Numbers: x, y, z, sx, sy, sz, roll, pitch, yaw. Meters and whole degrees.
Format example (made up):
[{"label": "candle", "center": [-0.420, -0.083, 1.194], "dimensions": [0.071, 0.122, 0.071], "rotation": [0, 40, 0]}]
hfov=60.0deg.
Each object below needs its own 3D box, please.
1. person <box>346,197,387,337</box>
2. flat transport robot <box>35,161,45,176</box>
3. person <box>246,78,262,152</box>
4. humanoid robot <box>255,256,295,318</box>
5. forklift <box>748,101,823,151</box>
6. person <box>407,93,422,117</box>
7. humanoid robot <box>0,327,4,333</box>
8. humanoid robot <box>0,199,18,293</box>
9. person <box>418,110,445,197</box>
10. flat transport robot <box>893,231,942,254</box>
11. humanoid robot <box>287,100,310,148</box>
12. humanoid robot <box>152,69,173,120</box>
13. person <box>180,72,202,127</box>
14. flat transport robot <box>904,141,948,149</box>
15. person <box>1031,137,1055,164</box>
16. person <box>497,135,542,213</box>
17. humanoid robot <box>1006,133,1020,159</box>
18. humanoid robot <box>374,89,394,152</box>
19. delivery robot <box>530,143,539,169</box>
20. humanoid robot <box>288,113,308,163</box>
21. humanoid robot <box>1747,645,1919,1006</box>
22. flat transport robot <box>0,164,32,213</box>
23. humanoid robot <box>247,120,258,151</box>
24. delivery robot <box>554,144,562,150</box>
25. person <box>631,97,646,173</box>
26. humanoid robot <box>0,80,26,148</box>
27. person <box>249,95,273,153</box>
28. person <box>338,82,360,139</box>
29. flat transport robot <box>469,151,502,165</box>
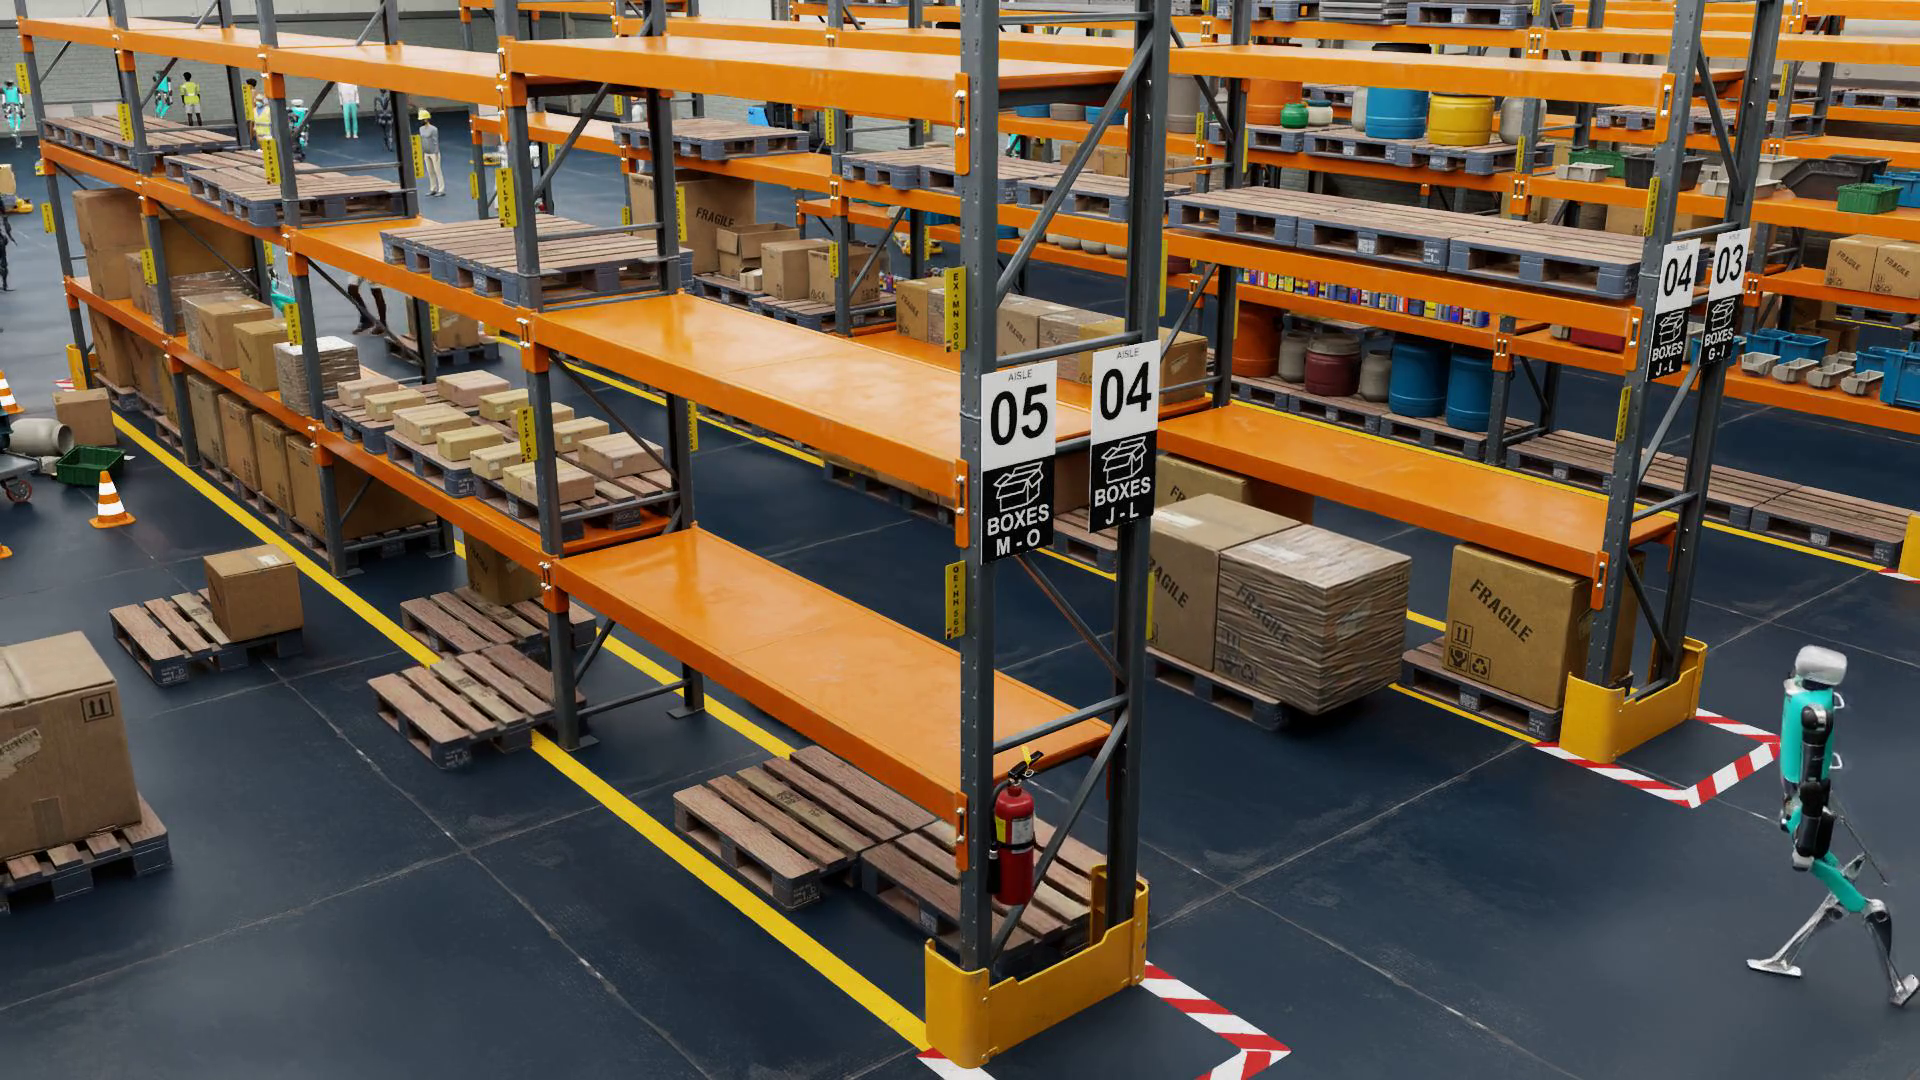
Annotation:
[{"label": "person", "center": [-7.796, -3.602, 21.677], "dimensions": [0.620, 1.935, 0.582], "rotation": [11, 22, 28]}, {"label": "flat transport robot", "center": [-20.932, -8.574, 38.337], "dimensions": [0.659, 0.231, 1.431], "rotation": [-10, 21, -25]}, {"label": "person", "center": [-17.786, -10.734, 42.090], "dimensions": [0.397, 1.855, 0.773], "rotation": [-1, 19, -2]}, {"label": "humanoid robot", "center": [-8.576, -3.224, 20.864], "dimensions": [0.970, 1.737, 0.556], "rotation": [-2, 19, -5]}, {"label": "forklift", "center": [-4.526, -11.368, 42.374], "dimensions": [1.129, 2.768, 1.873], "rotation": [-15, 24, -37]}, {"label": "person", "center": [-16.926, -13.830, 50.906], "dimensions": [0.540, 1.855, 0.624], "rotation": [17, 25, 40]}, {"label": "humanoid robot", "center": [-12.843, -3.334, 21.342], "dimensions": [0.605, 1.630, 0.724], "rotation": [10, 22, 27]}, {"label": "humanoid robot", "center": [-14.276, -4.481, 24.563], "dimensions": [0.349, 1.657, 0.590], "rotation": [14, 24, 34]}, {"label": "person", "center": [-11.007, -8.022, 34.523], "dimensions": [0.517, 1.755, 0.354], "rotation": [12, 23, 30]}, {"label": "flat transport robot", "center": [-0.736, -5.112, 28.485], "dimensions": [0.659, 0.231, 1.431], "rotation": [-3, 20, -9]}, {"label": "humanoid robot", "center": [-15.031, -9.029, 37.486], "dimensions": [0.969, 1.780, 0.590], "rotation": [17, 26, 40]}, {"label": "humanoid robot", "center": [-22.319, -12.226, 46.403], "dimensions": [0.530, 1.714, 0.711], "rotation": [3, 20, 8]}, {"label": "person", "center": [-21.636, -12.310, 46.829], "dimensions": [0.527, 1.689, 0.321], "rotation": [-14, 24, -34]}, {"label": "flat transport robot", "center": [-0.750, -7.691, 35.824], "dimensions": [0.659, 0.231, 1.431], "rotation": [-8, 21, -21]}, {"label": "person", "center": [1.551, -6.814, 31.113], "dimensions": [0.504, 1.743, 0.498], "rotation": [-4, 20, -10]}, {"label": "person", "center": [-8.646, -7.318, 32.390], "dimensions": [0.987, 1.833, 0.593], "rotation": [-12, 23, -31]}, {"label": "humanoid robot", "center": [0.981, -7.334, 32.591], "dimensions": [0.935, 1.760, 0.543], "rotation": [-15, 24, -36]}, {"label": "humanoid robot", "center": [-14.697, -10.819, 42.645], "dimensions": [0.591, 1.625, 0.758], "rotation": [-3, 20, -9]}, {"label": "delivery robot", "center": [-10.129, -9.102, 39.388], "dimensions": [0.499, 0.581, 0.767], "rotation": [7, 21, 20]}, {"label": "humanoid robot", "center": [-14.125, -8.245, 35.347], "dimensions": [0.780, 1.629, 0.590], "rotation": [-2, 19, -6]}, {"label": "humanoid robot", "center": [4.238, 1.401, 7.845], "dimensions": [0.864, 1.843, 0.556], "rotation": [6, 20, 17]}, {"label": "flat transport robot", "center": [-18.874, -6.469, 32.346], "dimensions": [1.431, 0.231, 0.659], "rotation": [-10, 22, -27]}, {"label": "humanoid robot", "center": [-16.659, -9.422, 38.634], "dimensions": [0.470, 1.638, 0.611], "rotation": [3, 20, 10]}, {"label": "delivery robot", "center": [-10.393, -10.164, 42.403], "dimensions": [0.499, 0.576, 0.757], "rotation": [-12, 23, -31]}, {"label": "person", "center": [-7.275, -9.137, 37.500], "dimensions": [0.374, 1.890, 0.572], "rotation": [-2, 20, -7]}, {"label": "humanoid robot", "center": [-24.391, -10.928, 42.810], "dimensions": [0.539, 1.730, 1.002], "rotation": [-4, 20, -10]}, {"label": "person", "center": [-15.637, -9.021, 37.251], "dimensions": [0.577, 1.826, 1.032], "rotation": [6, 20, 16]}, {"label": "person", "center": [-16.635, -11.883, 45.317], "dimensions": [0.510, 1.876, 0.901], "rotation": [-5, 20, -15]}, {"label": "flat transport robot", "center": [-11.117, -9.235, 40.219], "dimensions": [0.659, 0.231, 1.431], "rotation": [11, 22, 28]}]
